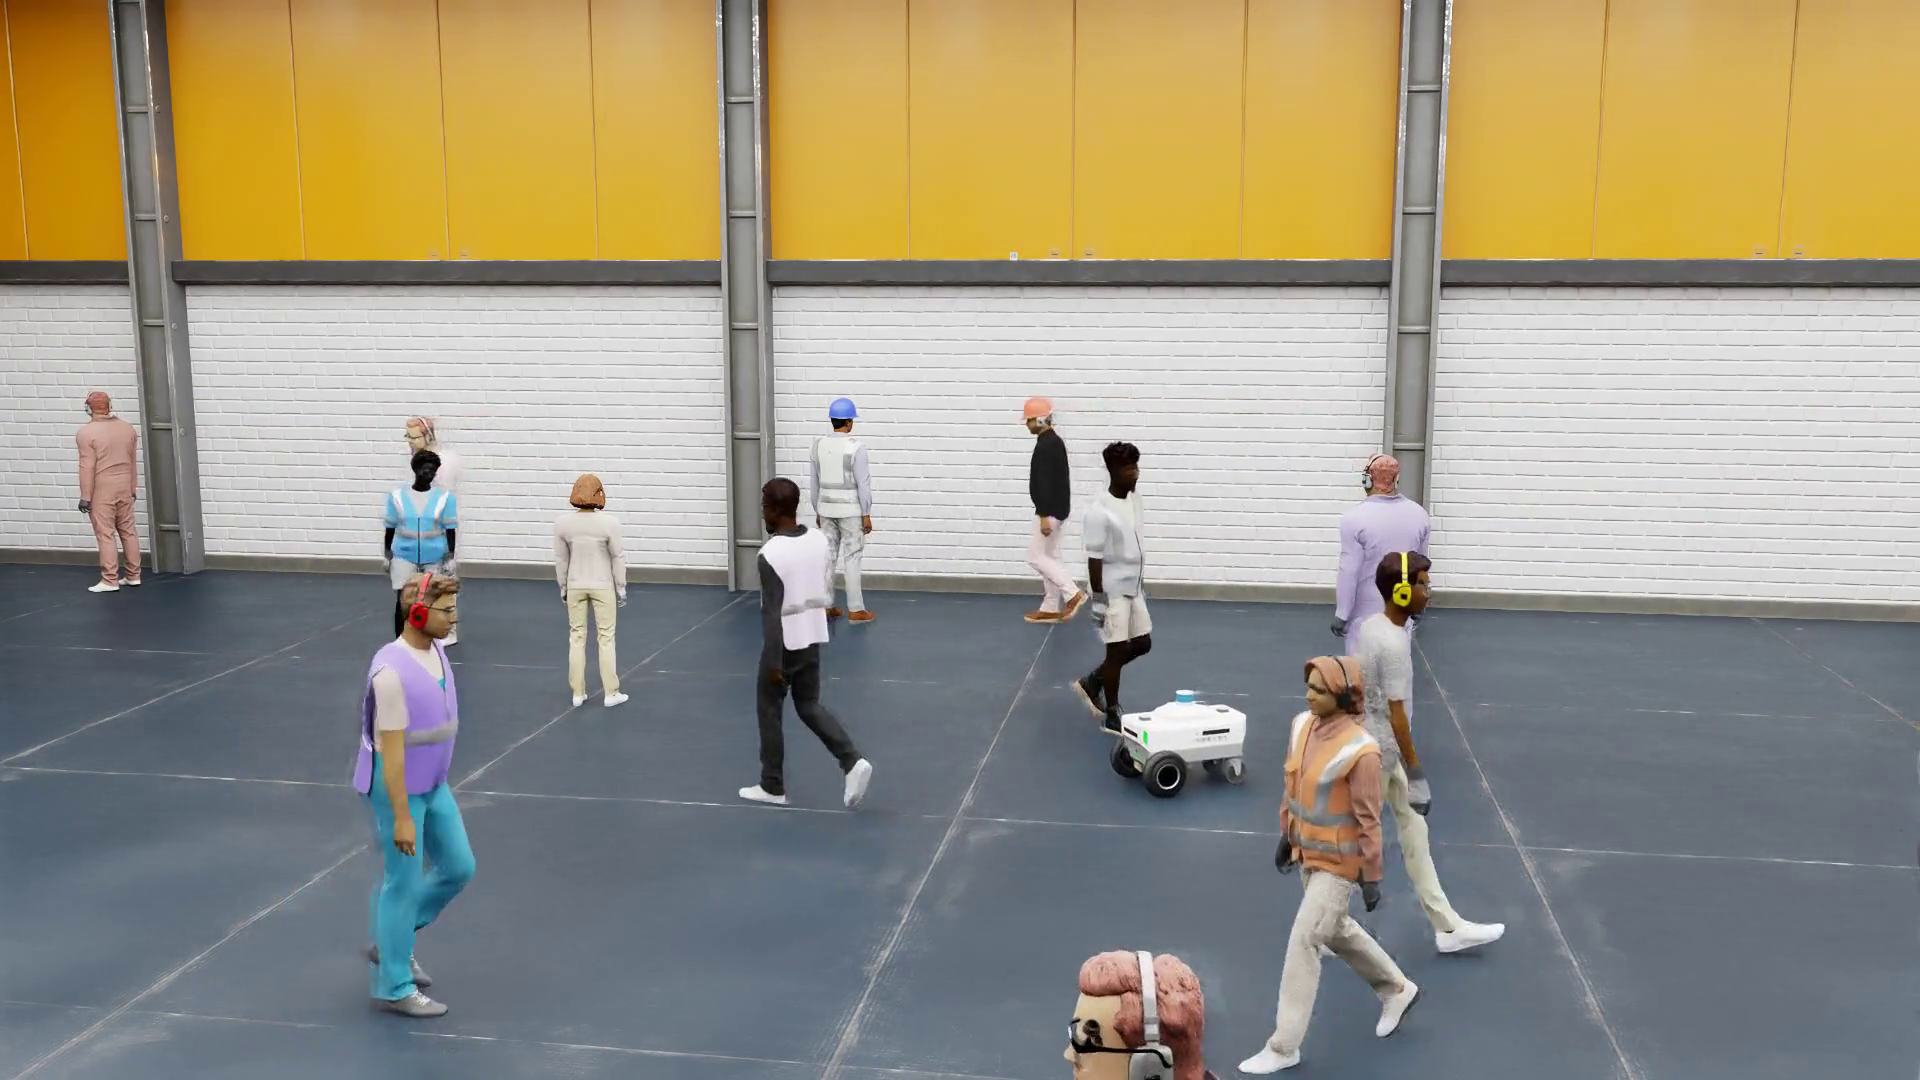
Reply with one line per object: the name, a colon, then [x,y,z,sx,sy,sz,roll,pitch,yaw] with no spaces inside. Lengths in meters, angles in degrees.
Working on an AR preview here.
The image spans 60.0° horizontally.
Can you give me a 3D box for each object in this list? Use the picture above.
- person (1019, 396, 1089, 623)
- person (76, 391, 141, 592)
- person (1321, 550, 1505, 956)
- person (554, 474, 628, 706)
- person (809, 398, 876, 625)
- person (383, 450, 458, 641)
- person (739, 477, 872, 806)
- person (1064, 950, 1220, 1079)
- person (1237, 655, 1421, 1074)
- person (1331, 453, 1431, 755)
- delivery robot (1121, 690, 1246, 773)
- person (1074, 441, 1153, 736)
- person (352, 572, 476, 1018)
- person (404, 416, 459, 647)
person: [0.776,-0.241,14.225,0.598,1.960,0.642,3,10,17]
person: [-8.085,-0.458,15.744,0.399,1.905,0.643,3,10,20]
person: [1.968,0.958,7.219,0.915,1.828,0.558,2,9,11]
person: [-2.562,0.352,11.579,0.500,1.633,0.283,1,9,7]
person: [-1.011,-0.247,14.303,0.604,1.949,0.389,6,11,31]
person: [-4.142,0.132,12.804,0.557,1.674,0.451,-3,10,-16]
person: [-0.890,0.588,9.327,0.763,1.894,0.590,6,11,33]
person: [0.304,1.629,2.915,0.435,1.888,0.667,0,9,-3]
person: [1.456,1.210,6.365,0.806,1.610,0.519,-3,10,-17]
person: [2.590,0.413,10.362,0.652,1.906,0.402,-4,10,-22]
delivery robot: [1.322,1.130,9.810,0.707,0.478,0.477,-4,10,-21]
person: [0.997,0.310,10.870,0.512,1.946,0.632,7,11,35]
person: [-2.231,1.036,6.772,0.436,1.821,0.609,1,9,6]
person: [-4.250,-0.058,13.333,0.415,1.881,0.661,-9,13,-43]
